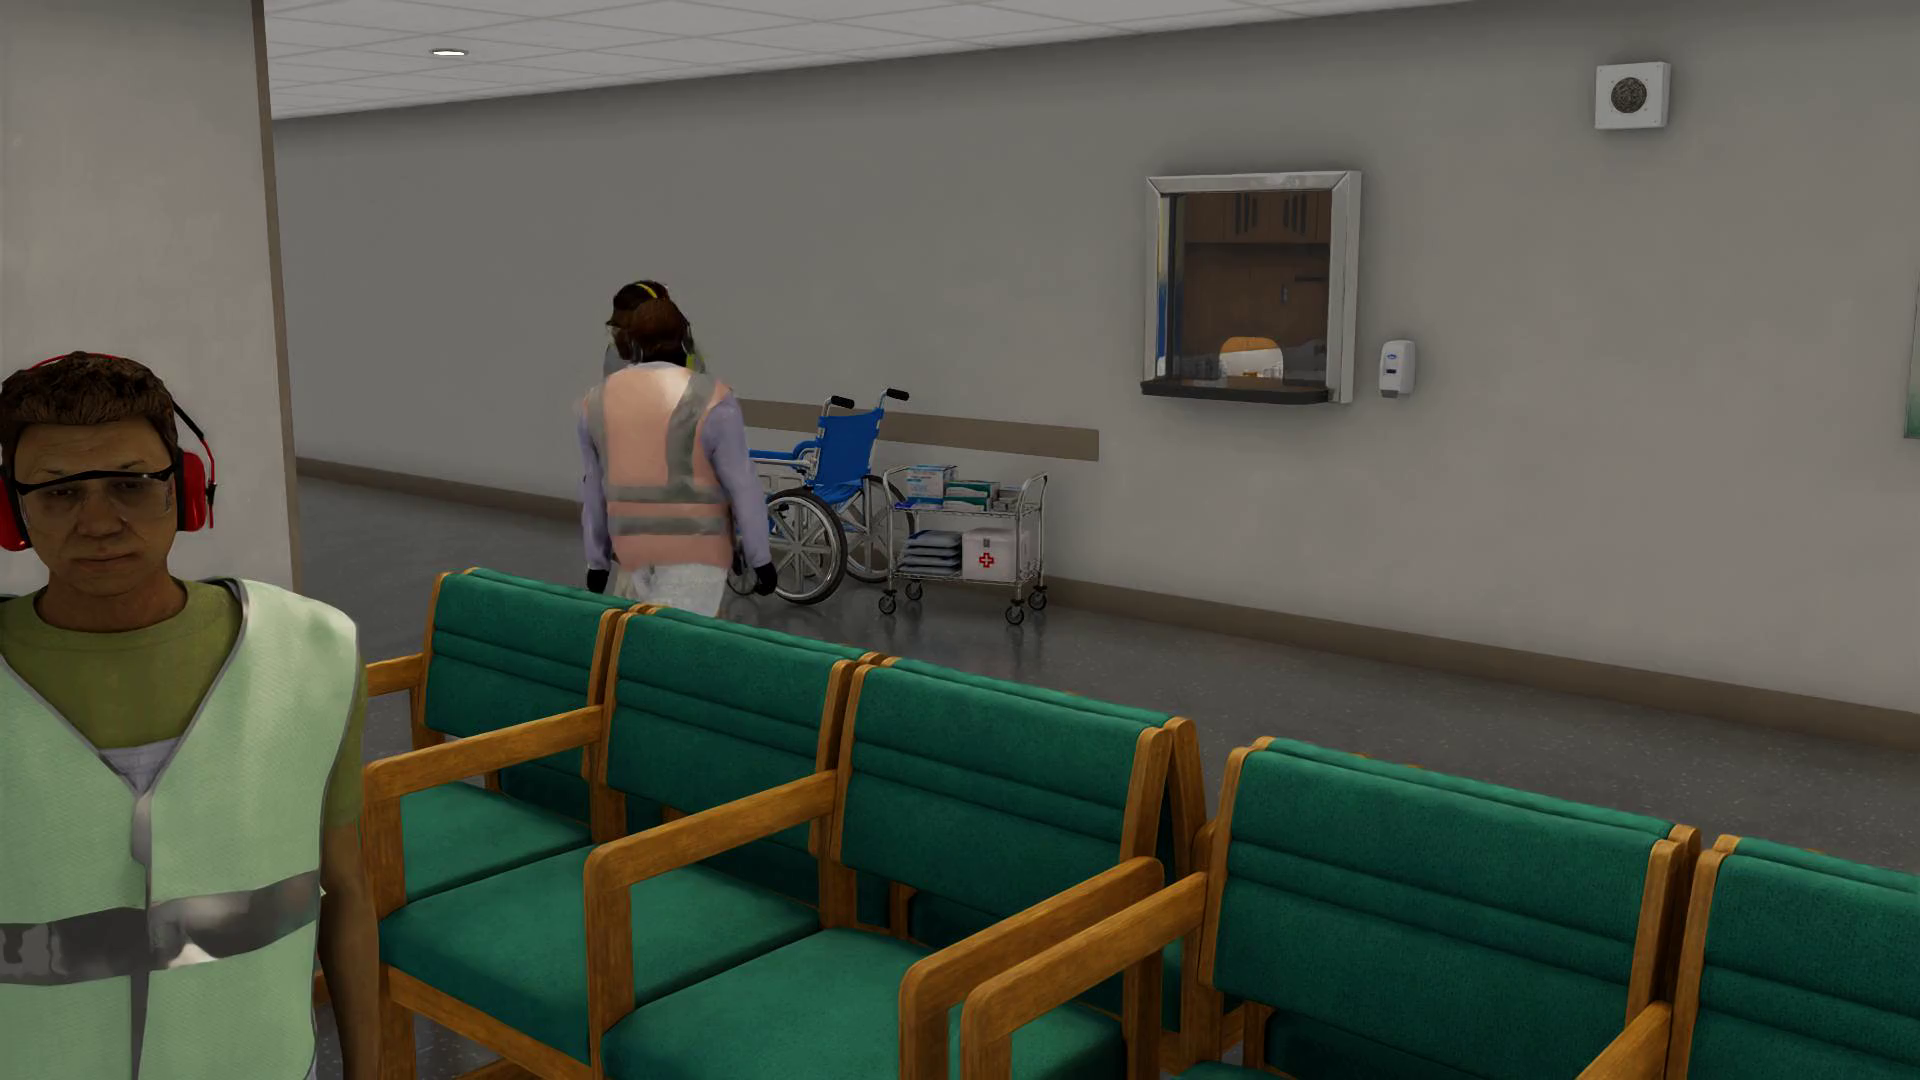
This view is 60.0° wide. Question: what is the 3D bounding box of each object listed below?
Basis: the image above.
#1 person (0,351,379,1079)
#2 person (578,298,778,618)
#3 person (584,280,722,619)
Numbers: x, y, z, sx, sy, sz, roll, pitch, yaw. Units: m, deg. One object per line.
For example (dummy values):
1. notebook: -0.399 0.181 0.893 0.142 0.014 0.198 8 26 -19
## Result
1. person: -0.980 0.694 2.019 0.568 1.845 0.386 -7 12 -34
2. person: -0.990 0.049 5.881 0.647 1.788 0.927 6 11 29
3. person: -1.552 -0.421 8.508 0.929 1.810 0.625 6 11 30
